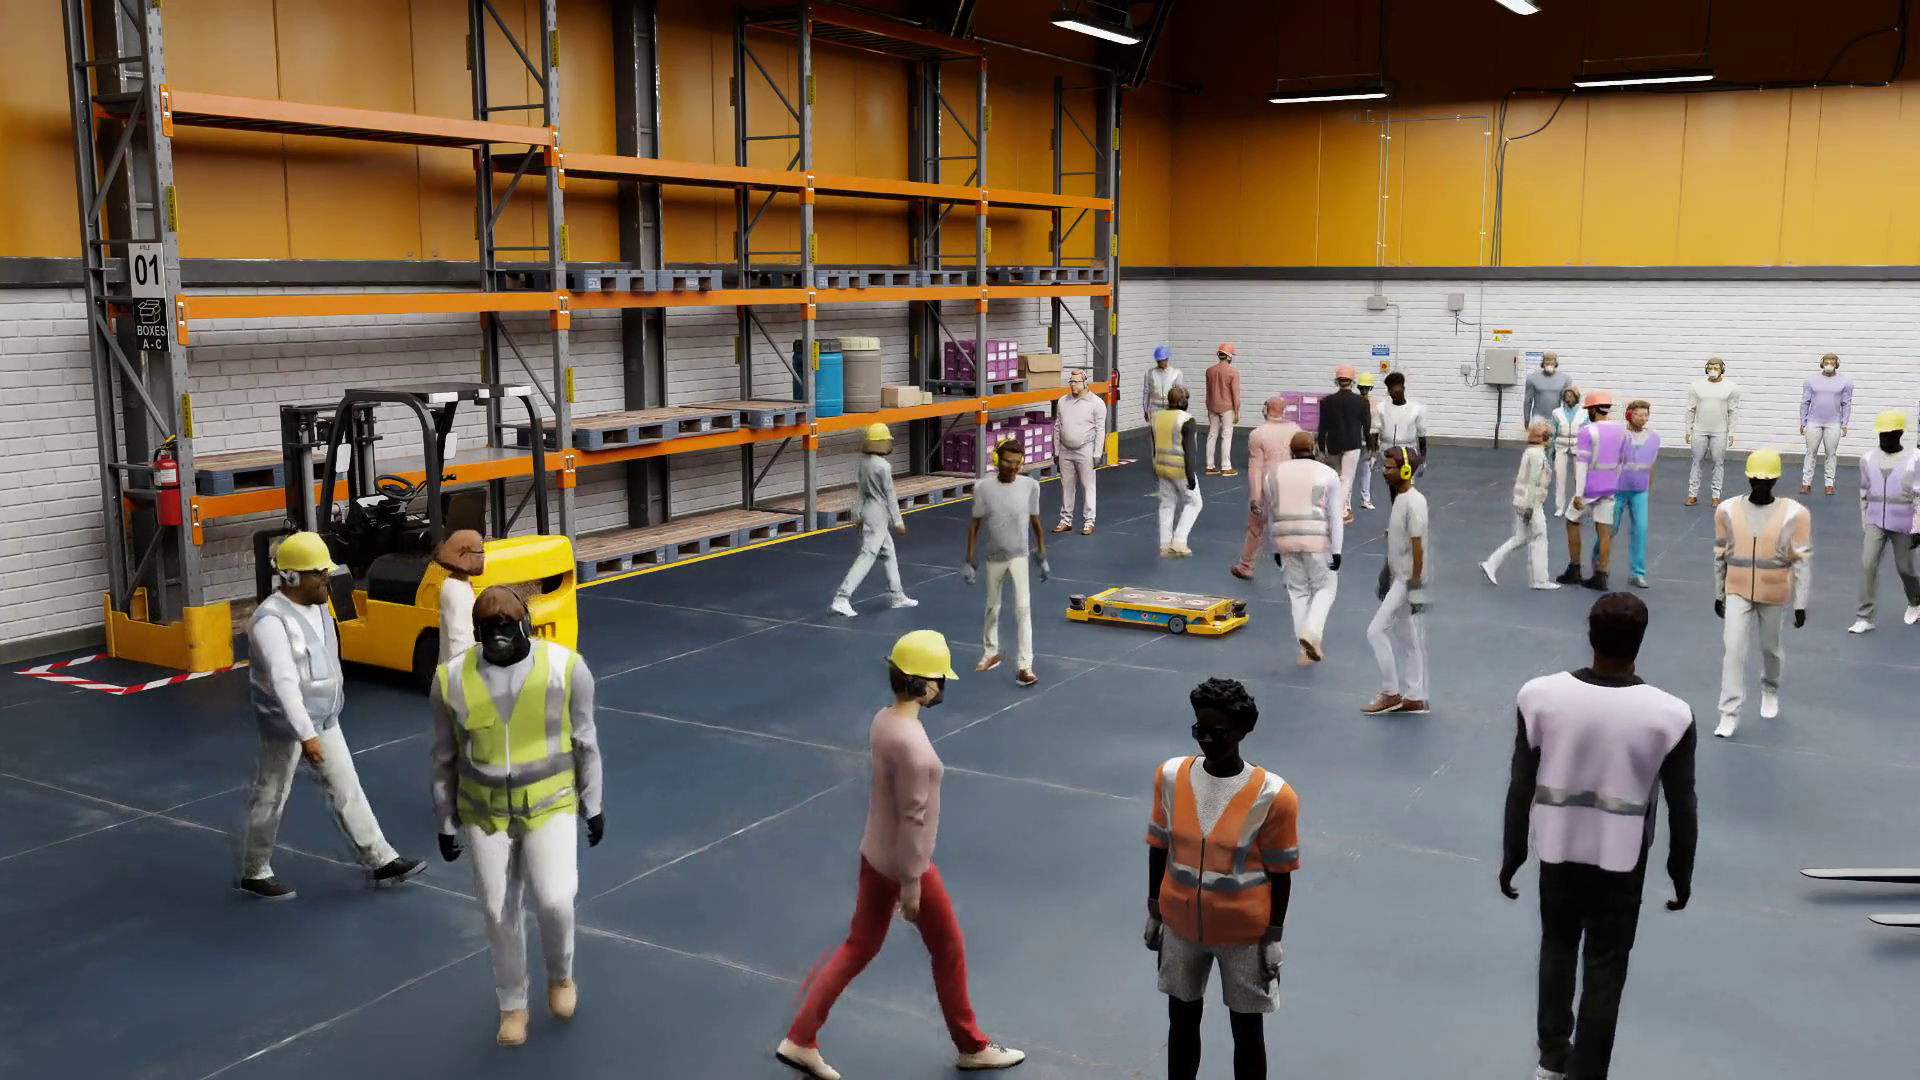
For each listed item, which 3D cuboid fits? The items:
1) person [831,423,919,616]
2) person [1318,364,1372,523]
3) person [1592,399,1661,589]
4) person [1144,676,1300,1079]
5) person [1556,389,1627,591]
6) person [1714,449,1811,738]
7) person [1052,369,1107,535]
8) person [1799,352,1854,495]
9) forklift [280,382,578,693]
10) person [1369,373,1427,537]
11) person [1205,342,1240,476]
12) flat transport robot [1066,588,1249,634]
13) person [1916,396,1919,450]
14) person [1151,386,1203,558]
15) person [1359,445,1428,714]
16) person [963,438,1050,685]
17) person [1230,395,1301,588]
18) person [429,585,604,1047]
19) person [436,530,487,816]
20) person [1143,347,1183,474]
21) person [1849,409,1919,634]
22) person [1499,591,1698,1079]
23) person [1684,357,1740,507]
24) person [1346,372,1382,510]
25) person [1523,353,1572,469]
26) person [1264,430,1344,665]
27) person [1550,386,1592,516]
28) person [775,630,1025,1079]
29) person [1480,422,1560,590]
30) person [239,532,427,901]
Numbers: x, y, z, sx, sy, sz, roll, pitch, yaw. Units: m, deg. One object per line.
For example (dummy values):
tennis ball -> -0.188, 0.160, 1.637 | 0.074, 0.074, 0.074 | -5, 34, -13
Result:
person -> -0.773, -0.188, 14.712 | 0.899, 1.699, 0.487 | -4, 10, -25
person -> 4.527, -1.097, 19.656 | 0.605, 1.957, 1.026 | 6, 11, 34
person -> 6.473, -0.481, 16.193 | 0.581, 1.815, 0.838 | 0, 9, 0
person -> 0.852, 1.285, 5.531 | 0.534, 1.697, 0.318 | 5, 10, 30
person -> 6.042, -0.494, 15.951 | 0.589, 1.907, 0.700 | -3, 10, -19
person -> 5.305, 0.317, 11.022 | 0.607, 1.884, 0.986 | 6, 11, 35
person -> 1.355, -1.014, 19.222 | 0.643, 1.909, 0.410 | 5, 10, 30
person -> 11.788, -1.584, 22.681 | 0.631, 1.940, 0.372 | 5, 10, 30
forklift -> -3.974, -0.067, 12.417 | 2.313, 2.155, 1.214 | 5, 11, 30
person -> 4.921, -0.932, 18.746 | 0.605, 1.889, 1.073 | 5, 10, 28
person -> 3.933, -1.946, 24.796 | 0.608, 1.986, 0.402 | 9, 13, 44
flat transport robot -> 1.693, 0.593, 14.281 | 1.431, 0.197, 0.652 | 5, 11, 30
person -> 12.137, -1.240, 20.669 | 0.932, 1.893, 0.563 | -8, 12, -42
person -> 2.294, -0.711, 17.582 | 0.465, 1.825, 0.660 | -6, 11, -34
person -> 2.922, 0.281, 11.301 | 0.603, 1.849, 0.565 | 1, 9, 7
person -> 0.344, 0.154, 12.230 | 0.645, 1.806, 0.950 | 0, 9, -2
person -> 3.027, -0.472, 16.044 | 0.644, 1.847, 1.032 | -3, 10, -20
person -> -1.727, 1.068, 6.476 | 0.657, 1.827, 0.452 | -1, 9, -6
person -> -2.670, 0.743, 9.142 | 0.513, 1.612, 0.514 | -2, 9, -14
person -> 3.052, -1.950, 25.054 | 0.598, 1.900, 0.862 | 1, 9, 6
person -> 7.886, -0.173, 14.042 | 0.918, 1.891, 0.585 | -7, 12, -39
person -> 2.270, 1.121, 5.905 | 0.629, 1.897, 0.547 | 5, 10, 30
person -> 9.688, -1.390, 21.469 | 0.631, 1.940, 0.372 | 5, 10, 30
person -> 5.124, -1.256, 21.195 | 0.523, 1.761, 0.328 | -1, 9, -7
person -> 8.366, -1.717, 23.694 | 0.632, 1.875, 1.020 | 2, 9, 13
person -> 2.616, 0.069, 12.800 | 0.656, 1.802, 0.617 | 5, 10, 29
person -> 7.632, -1.120, 20.768 | 0.516, 1.620, 0.640 | 5, 10, 27
person -> -0.257, 1.177, 6.161 | 0.922, 1.715, 0.527 | -3, 10, -19
person -> 5.379, -0.331, 15.876 | 0.679, 1.608, 0.532 | 1, 9, 6
person -> -3.060, 0.858, 7.927 | 0.930, 1.783, 0.598 | 2, 9, 9
